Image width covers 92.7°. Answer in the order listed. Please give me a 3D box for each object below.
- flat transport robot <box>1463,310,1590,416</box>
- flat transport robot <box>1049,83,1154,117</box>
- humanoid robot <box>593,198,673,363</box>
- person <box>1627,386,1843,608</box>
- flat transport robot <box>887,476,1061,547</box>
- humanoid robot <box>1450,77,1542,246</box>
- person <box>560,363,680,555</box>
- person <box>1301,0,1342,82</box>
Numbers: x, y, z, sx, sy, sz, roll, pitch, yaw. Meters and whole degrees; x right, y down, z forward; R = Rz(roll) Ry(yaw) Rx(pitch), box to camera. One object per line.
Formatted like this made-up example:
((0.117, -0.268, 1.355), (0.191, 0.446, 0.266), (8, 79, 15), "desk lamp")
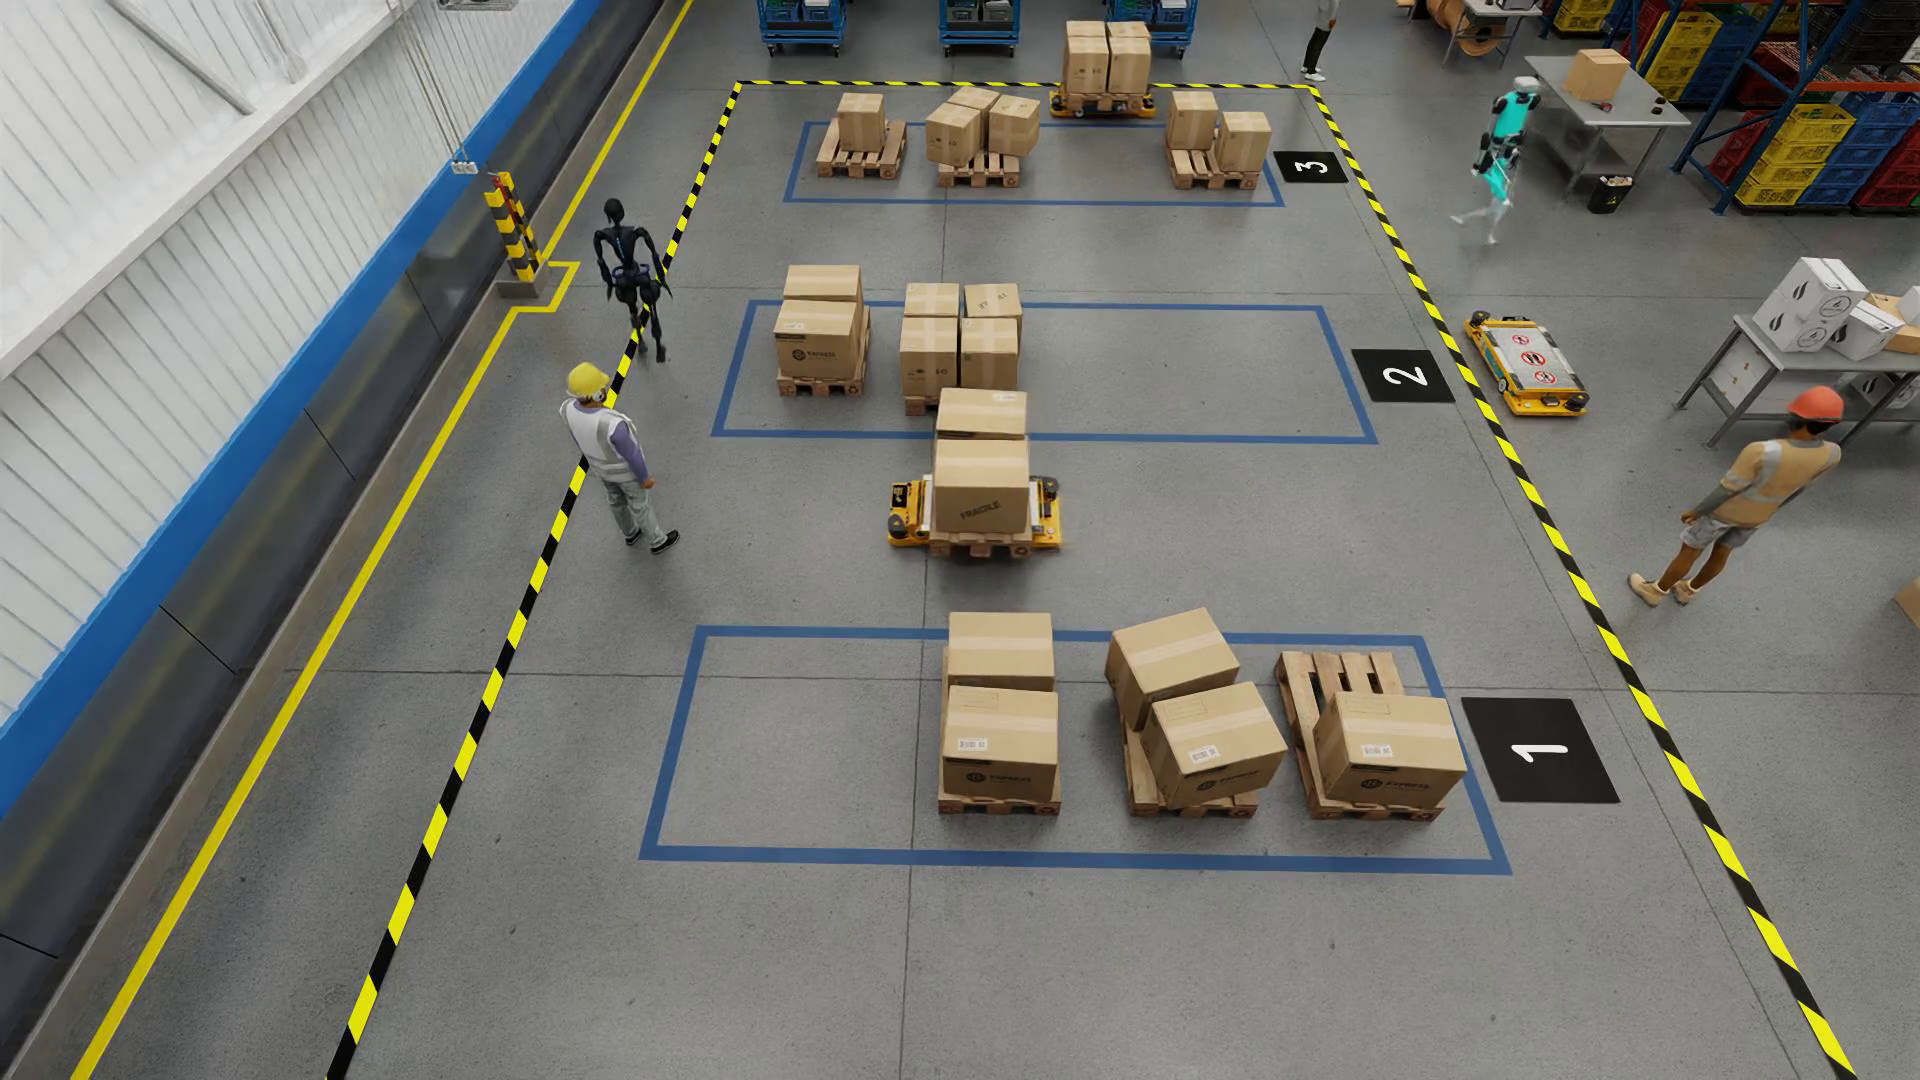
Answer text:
((5.573, -1.757, 9.054), (0.659, 0.231, 1.431), (1, 49, 1), "flat transport robot")
((1.984, -6.203, 12.884), (1.431, 0.197, 0.652), (1, 49, 1), "flat transport robot")
((-3.088, -2.453, 8.723), (0.616, 1.645, 0.368), (-7, 49, -6), "humanoid robot")
((5.562, -0.247, 6.582), (0.606, 2.032, 0.400), (1, 49, 1), "person")
((0.121, -0.254, 7.734), (1.431, 0.197, 0.652), (1, 49, 1), "flat transport robot")
((6.059, -4.060, 10.128), (0.535, 1.783, 1.057), (-12, 50, -10), "humanoid robot")
((-2.606, -0.589, 7.007), (0.589, 1.835, 0.404), (21, 52, 17), "person")
((5.283, -7.542, 13.014), (0.392, 1.850, 0.598), (3, 49, 2), "person")
